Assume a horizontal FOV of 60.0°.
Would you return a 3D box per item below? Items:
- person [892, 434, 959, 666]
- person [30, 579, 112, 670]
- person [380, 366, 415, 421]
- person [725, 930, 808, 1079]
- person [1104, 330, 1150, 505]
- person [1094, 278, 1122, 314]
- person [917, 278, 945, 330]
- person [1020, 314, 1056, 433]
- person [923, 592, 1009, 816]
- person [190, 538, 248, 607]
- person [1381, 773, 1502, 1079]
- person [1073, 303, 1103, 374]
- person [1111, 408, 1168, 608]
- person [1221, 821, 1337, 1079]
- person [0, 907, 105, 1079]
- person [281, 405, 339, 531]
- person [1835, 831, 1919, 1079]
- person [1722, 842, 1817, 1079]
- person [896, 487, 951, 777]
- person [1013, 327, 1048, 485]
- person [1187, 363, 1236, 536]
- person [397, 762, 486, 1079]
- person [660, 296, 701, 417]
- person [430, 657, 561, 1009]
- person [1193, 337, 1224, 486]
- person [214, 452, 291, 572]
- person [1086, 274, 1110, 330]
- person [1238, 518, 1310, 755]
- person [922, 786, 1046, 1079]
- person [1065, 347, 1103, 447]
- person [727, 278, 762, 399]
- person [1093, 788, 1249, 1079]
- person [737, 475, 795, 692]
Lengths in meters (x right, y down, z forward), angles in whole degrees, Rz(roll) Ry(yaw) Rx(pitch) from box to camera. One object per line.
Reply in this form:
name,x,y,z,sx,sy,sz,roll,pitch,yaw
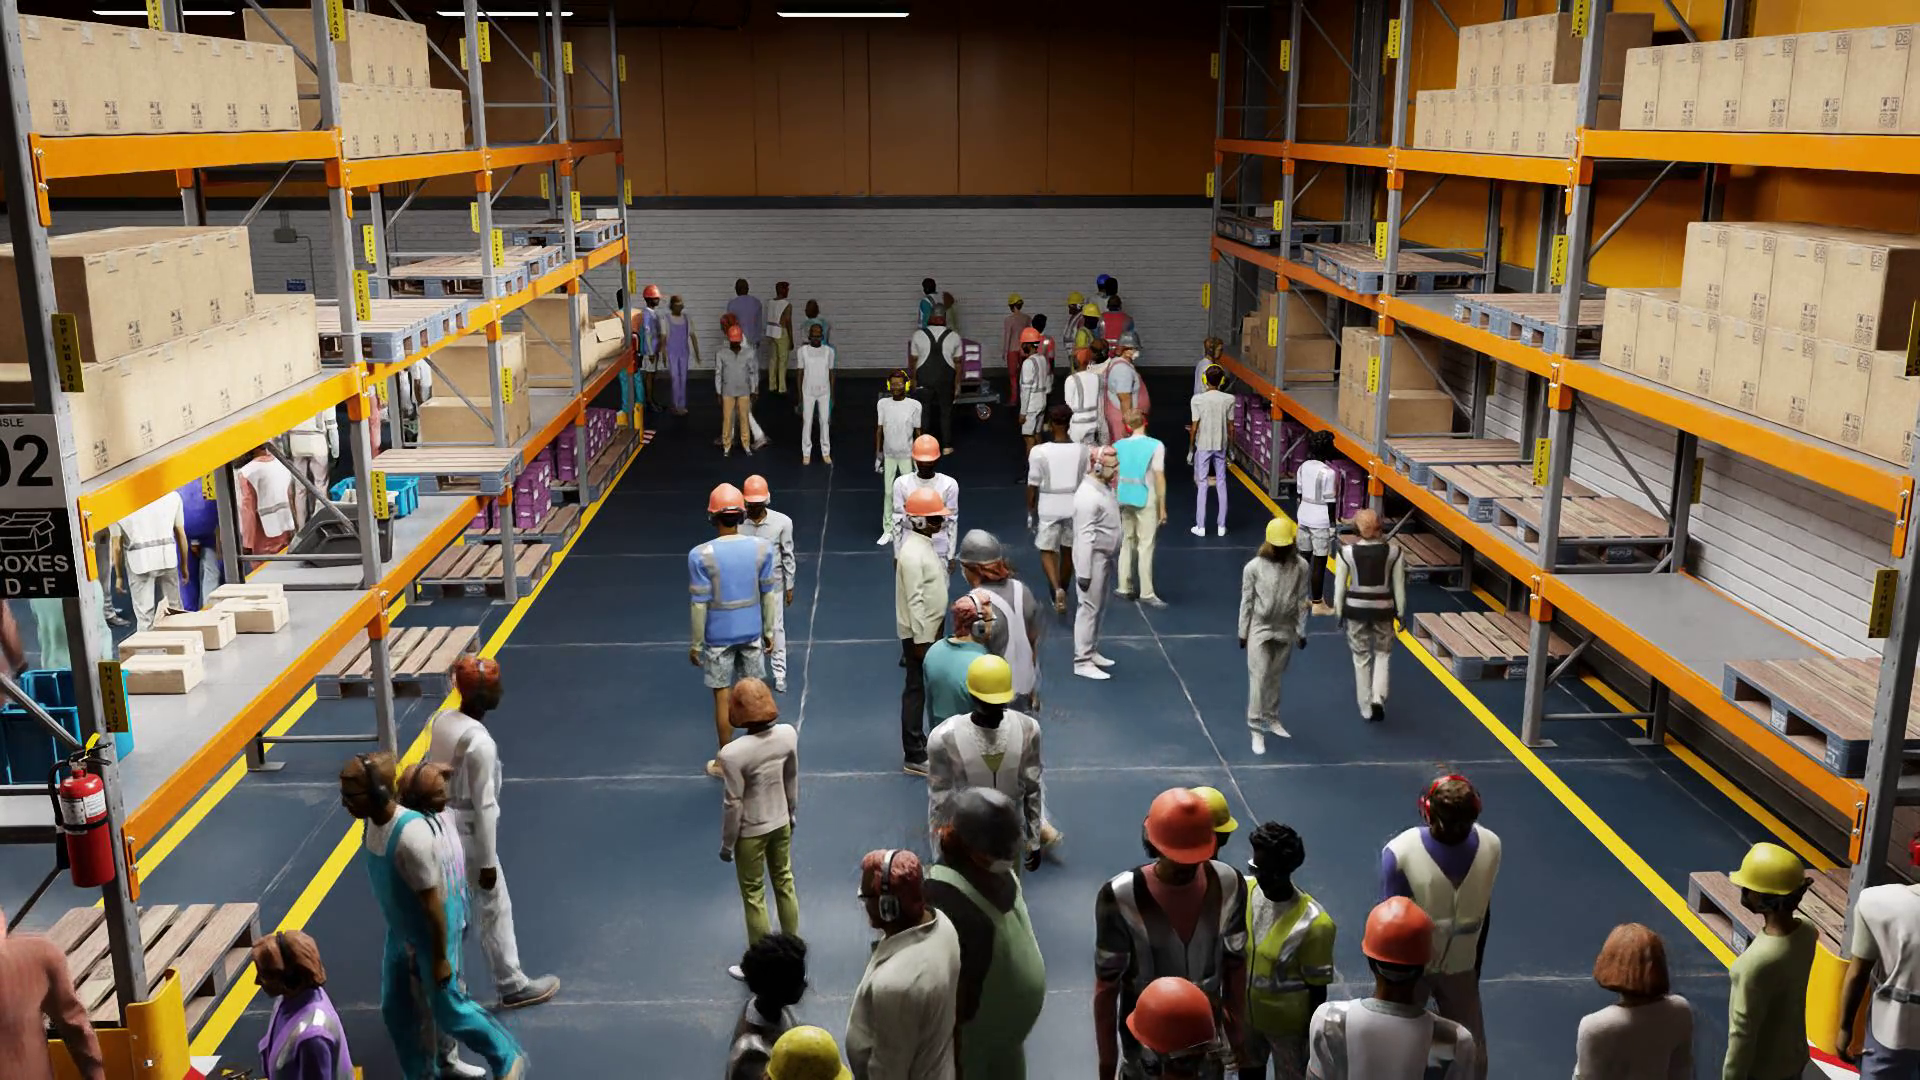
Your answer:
person,-0.282,0.086,13.589,0.544,1.938,0.356,-1,14,-2
person,-5.661,0.839,10.666,0.627,1.931,0.387,9,17,31
person,-8.459,-2.709,24.791,0.592,1.840,1.006,0,14,1
person,-0.687,2.167,5.920,0.350,1.686,0.536,0,14,1
person,1.938,-1.424,19.308,0.536,2.000,0.684,-2,14,-6
person,2.383,-3.244,26.697,0.381,1.918,0.596,-11,18,-37
person,-0.490,-3.404,27.486,0.430,1.841,0.624,6,16,24
person,1.119,-2.380,23.749,0.540,1.695,0.317,7,16,24
person,0.075,1.214,9.222,0.408,1.908,0.646,-10,17,-34
person,-6.414,-0.094,14.366,0.391,1.905,0.599,9,17,32
person,2.029,1.850,6.931,0.556,1.806,0.764,-3,15,-12
person,1.773,-2.333,23.128,0.397,1.919,0.591,4,15,15
person,1.681,-0.290,15.342,0.731,1.804,0.400,13,19,42
person,1.280,1.939,6.811,0.318,1.691,0.537,-12,18,-38
person,-3.476,2.026,5.965,0.678,1.957,0.864,-14,20,-43
person,-6.925,-0.964,17.769,0.589,1.912,0.397,-2,14,-6
person,3.729,1.951,6.470,0.562,1.838,0.389,6,15,21
person,3.077,2.001,6.428,0.527,1.761,0.340,-12,19,-40
person,-0.252,0.615,11.391,0.378,1.996,0.611,1,14,3
person,0.864,-1.636,20.376,0.376,1.931,0.541,7,16,24
person,2.694,-0.965,17.845,0.517,1.873,0.328,-1,14,-3
person,-2.390,1.780,7.534,0.311,1.638,0.517,2,14,7
person,-4.189,-2.757,25.001,0.546,1.806,0.767,-9,17,-31
person,-2.412,1.482,8.294,0.659,1.859,0.585,-13,19,-41
person,3.022,-1.565,20.281,0.355,1.836,0.514,-1,14,-5
person,-6.074,0.005,14.169,0.577,1.796,0.942,1,14,5
person,2.301,-3.344,27.034,0.408,1.942,0.616,-12,19,-40
person,2.230,0.650,11.874,0.489,1.705,0.584,-3,15,-11
person,-0.024,1.818,6.583,0.870,2.000,0.766,4,15,15
person,1.385,-1.293,19.129,0.602,1.867,0.421,-13,19,-42
person,-3.421,-3.181,26.426,0.628,1.933,0.367,-12,18,-39
person,0.810,1.887,6.345,0.611,2.030,0.410,-4,15,-14
person,-1.567,0.341,12.971,0.566,1.744,0.350,-1,14,-2
